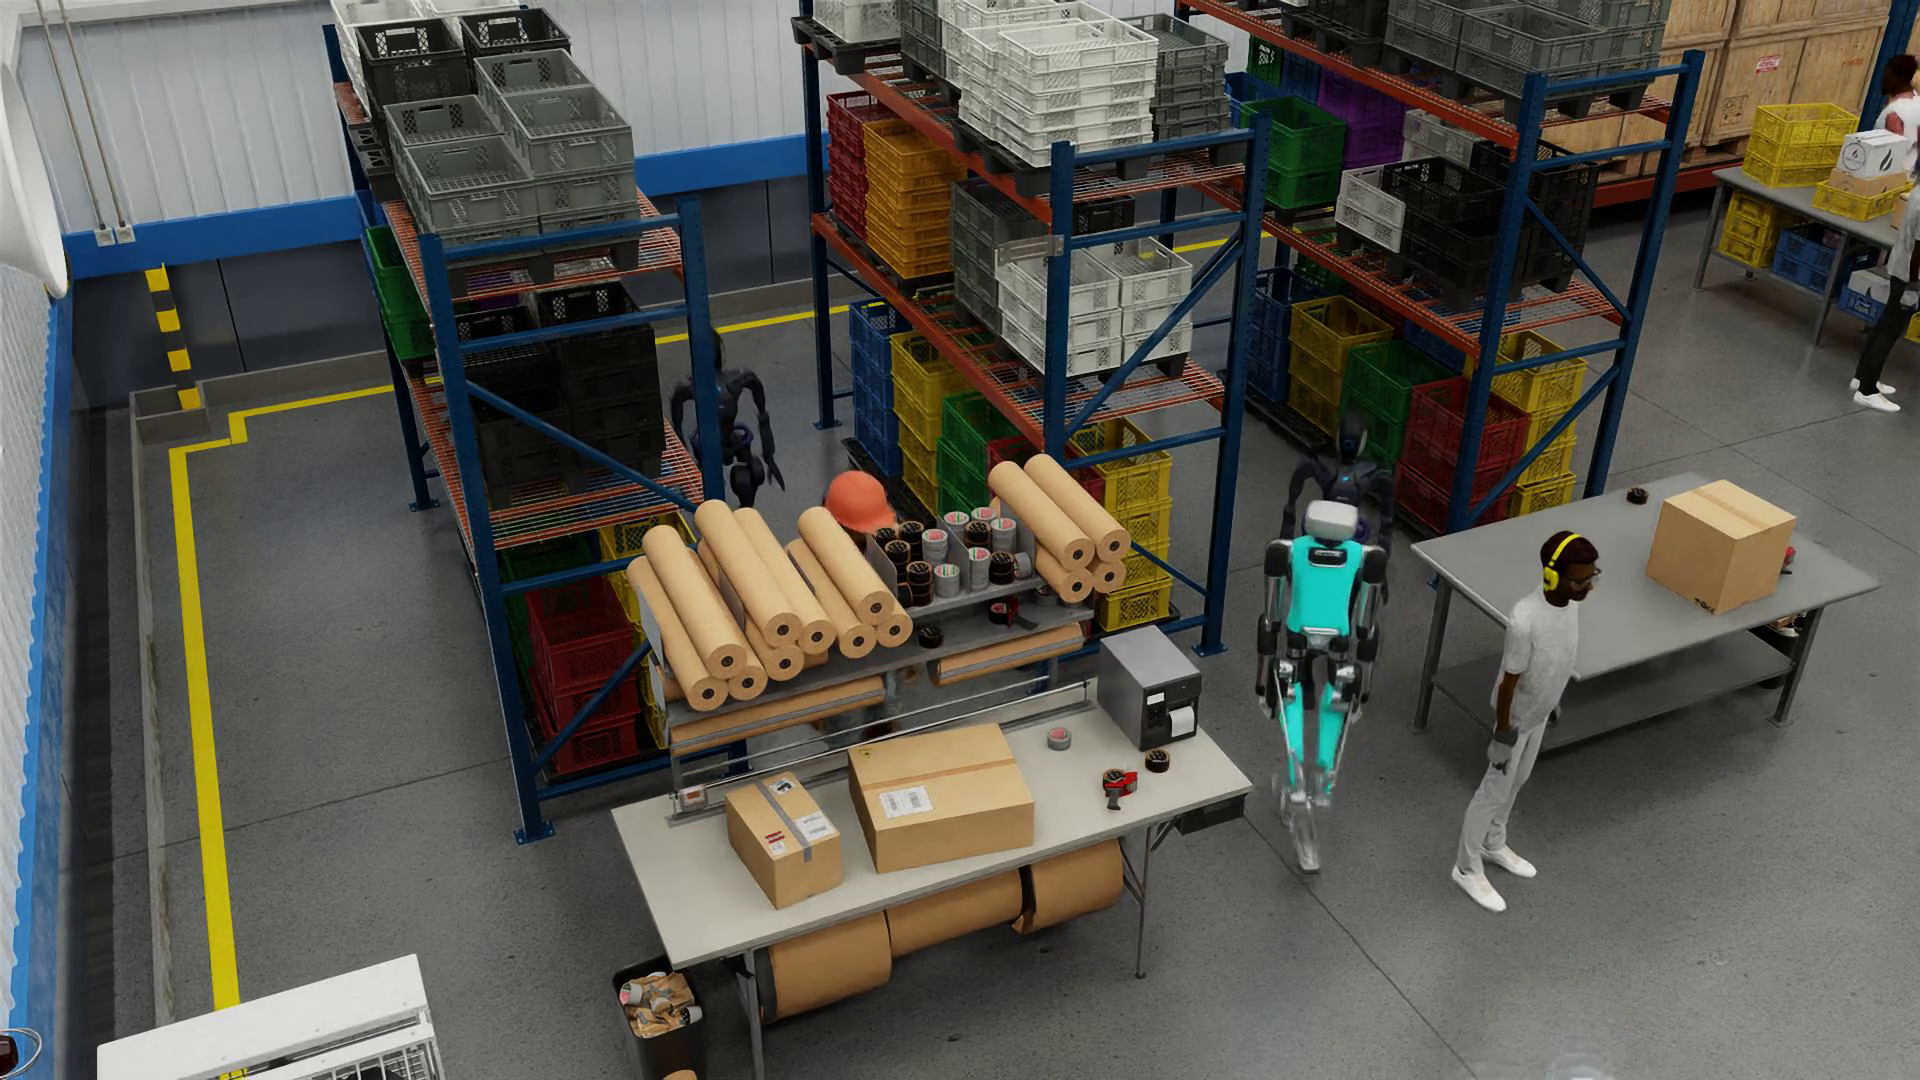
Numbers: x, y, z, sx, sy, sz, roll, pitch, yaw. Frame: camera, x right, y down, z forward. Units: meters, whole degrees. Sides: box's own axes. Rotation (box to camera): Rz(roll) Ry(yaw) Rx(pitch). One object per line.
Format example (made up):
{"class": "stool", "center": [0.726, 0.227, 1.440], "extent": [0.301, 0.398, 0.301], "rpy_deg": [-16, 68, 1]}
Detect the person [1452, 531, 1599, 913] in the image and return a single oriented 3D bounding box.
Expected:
{"class": "person", "center": [2.466, 0.767, 7.198], "extent": [0.509, 1.871, 0.328], "rpy_deg": [-27, 41, -37]}

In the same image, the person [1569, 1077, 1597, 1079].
{"class": "person", "center": [1.617, 2.181, 4.979], "extent": [0.646, 1.775, 0.986], "rpy_deg": [4, 32, 7]}

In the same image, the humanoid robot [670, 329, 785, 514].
{"class": "humanoid robot", "center": [-1.295, -0.421, 9.312], "extent": [0.593, 1.651, 0.372], "rpy_deg": [-12, 34, -18]}

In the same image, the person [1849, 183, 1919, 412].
{"class": "person", "center": [6.500, -1.799, 11.365], "extent": [0.316, 1.869, 0.530], "rpy_deg": [12, 33, 18]}

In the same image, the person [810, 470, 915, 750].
{"class": "person", "center": [-0.433, 0.573, 7.365], "extent": [0.412, 2.031, 0.611], "rpy_deg": [23, 39, 33]}

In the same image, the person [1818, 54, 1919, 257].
{"class": "person", "center": [7.319, -2.923, 13.210], "extent": [1.042, 1.857, 0.599], "rpy_deg": [24, 39, 33]}

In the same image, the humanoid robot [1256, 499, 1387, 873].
{"class": "humanoid robot", "center": [1.565, 0.759, 7.361], "extent": [0.541, 1.752, 0.837], "rpy_deg": [4, 32, 7]}

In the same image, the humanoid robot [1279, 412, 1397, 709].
{"class": "humanoid robot", "center": [1.920, 0.049, 8.561], "extent": [0.599, 1.631, 0.628], "rpy_deg": [6, 32, 10]}
